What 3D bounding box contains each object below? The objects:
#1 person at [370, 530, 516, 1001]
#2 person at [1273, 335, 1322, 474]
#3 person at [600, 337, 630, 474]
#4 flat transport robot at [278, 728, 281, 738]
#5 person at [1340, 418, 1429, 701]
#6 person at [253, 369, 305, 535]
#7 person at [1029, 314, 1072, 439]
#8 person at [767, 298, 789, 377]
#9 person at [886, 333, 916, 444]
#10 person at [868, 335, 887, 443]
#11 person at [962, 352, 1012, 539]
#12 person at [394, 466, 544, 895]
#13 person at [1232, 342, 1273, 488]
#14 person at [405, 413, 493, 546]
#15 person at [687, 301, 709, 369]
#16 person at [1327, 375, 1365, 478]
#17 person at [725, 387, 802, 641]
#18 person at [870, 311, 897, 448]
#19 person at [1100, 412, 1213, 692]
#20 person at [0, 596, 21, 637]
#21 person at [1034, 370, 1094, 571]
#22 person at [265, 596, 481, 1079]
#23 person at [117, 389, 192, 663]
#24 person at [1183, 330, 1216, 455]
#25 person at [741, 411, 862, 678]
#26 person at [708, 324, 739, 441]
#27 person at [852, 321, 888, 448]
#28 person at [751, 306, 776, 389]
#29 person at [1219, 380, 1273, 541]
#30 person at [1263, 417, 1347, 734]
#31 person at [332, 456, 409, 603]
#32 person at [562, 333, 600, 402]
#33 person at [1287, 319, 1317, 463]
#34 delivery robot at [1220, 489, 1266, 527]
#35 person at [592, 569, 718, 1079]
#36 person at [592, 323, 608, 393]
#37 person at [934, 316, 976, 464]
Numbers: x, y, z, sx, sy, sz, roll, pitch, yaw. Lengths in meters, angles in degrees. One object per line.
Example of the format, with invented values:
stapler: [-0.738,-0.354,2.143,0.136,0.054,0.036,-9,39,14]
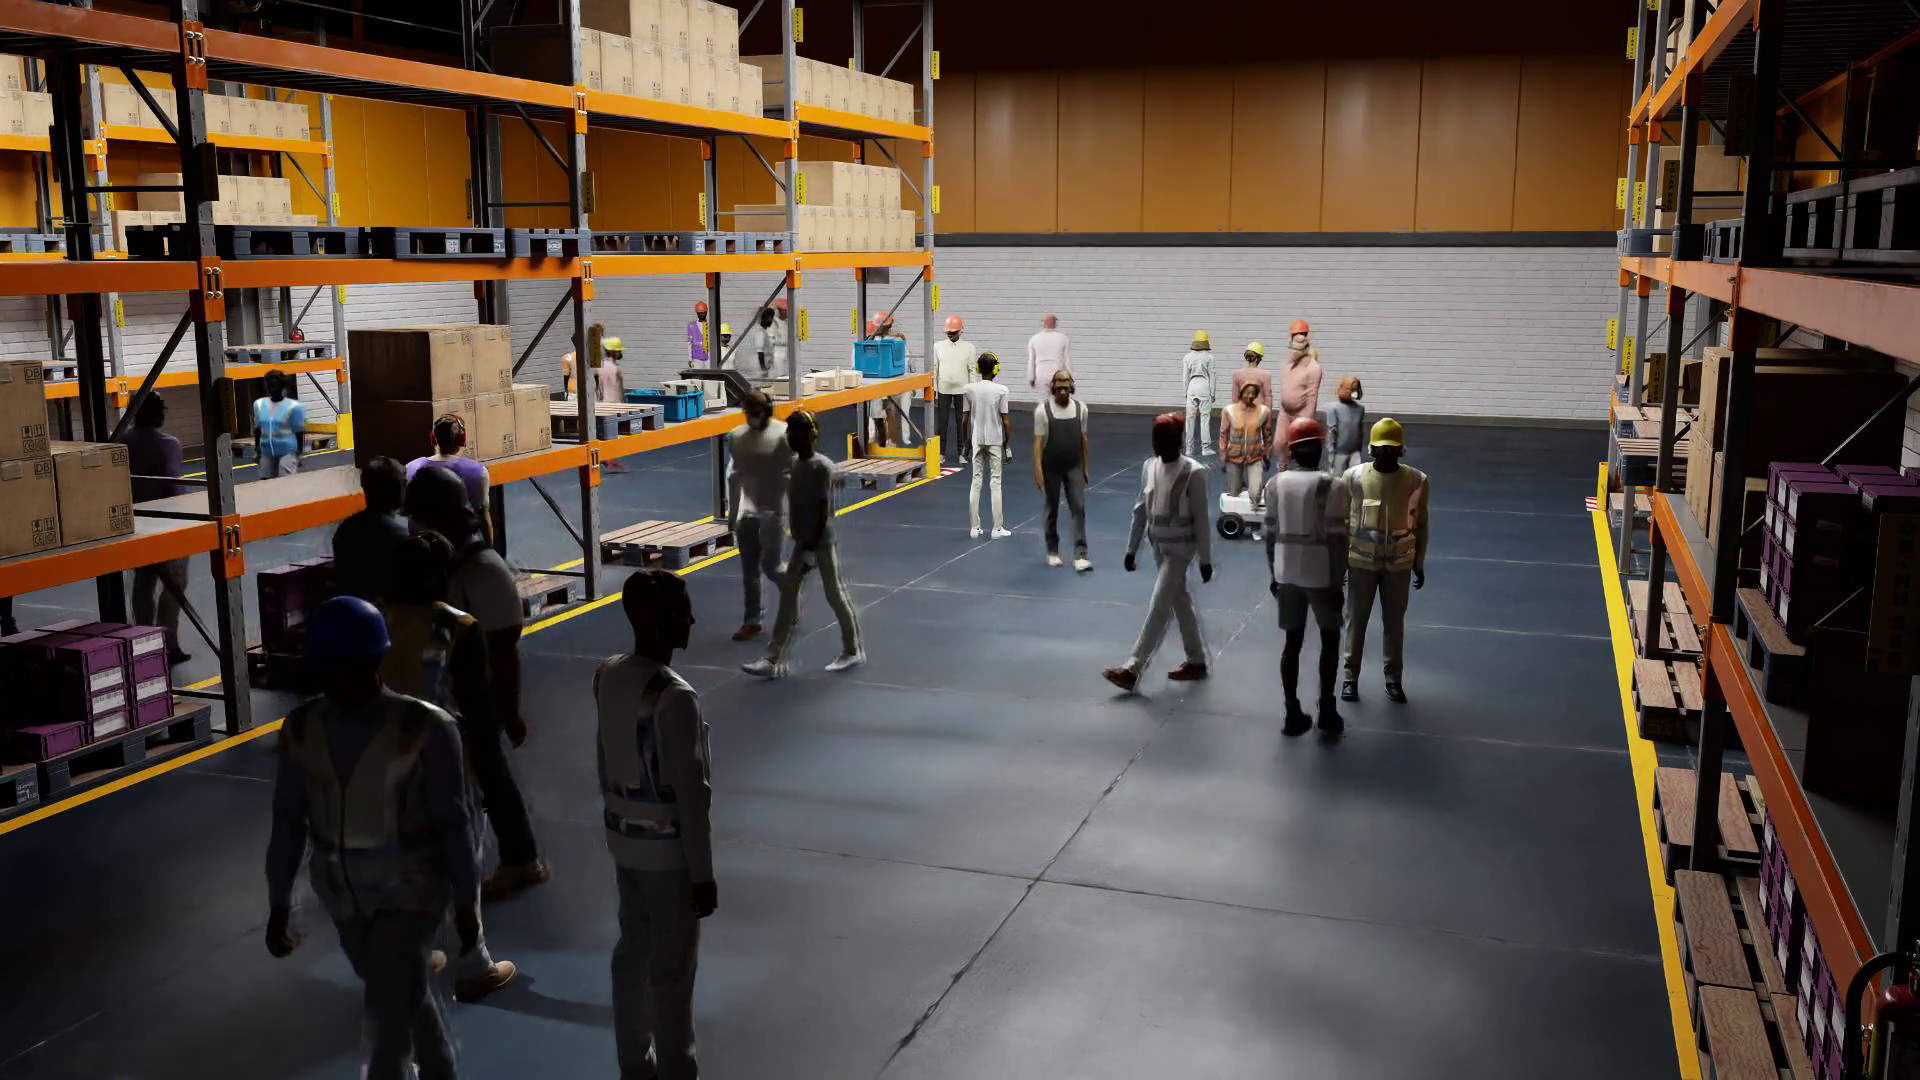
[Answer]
person: [-2.038,0.873,6.461,0.633,1.843,0.429,4,11,21]
person: [4.005,-1.496,19.760,0.617,1.863,0.657,-9,13,-40]
person: [-4.391,-1.711,21.268,0.364,1.755,0.530,-3,10,-16]
flat transport robot: [-3.448,0.985,10.253,0.652,0.197,1.431,3,11,18]
person: [2.702,0.129,10.678,0.586,1.833,0.403,1,10,6]
person: [-6.885,-0.904,16.904,0.543,1.681,0.476,1,10,7]
person: [1.381,-2.483,25.232,0.677,1.880,0.708,3,10,14]
person: [-3.029,-3.100,28.334,0.465,2.018,0.639,6,12,29]
person: [-0.891,-2.217,24.431,0.514,1.640,0.315,-2,10,-10]
person: [-1.242,-2.359,24.750,0.627,1.807,0.828,1,10,4]
person: [0.272,-0.943,16.622,0.535,1.865,0.312,4,11,22]
person: [-2.257,0.645,7.190,1.031,2.000,0.703,-9,14,-42]
person: [3.527,-1.499,20.043,0.524,1.766,0.323,7,12,35]
person: [-3.320,0.100,10.838,0.563,1.839,0.376,0,10,3]
person: [-4.516,-3.217,29.227,0.550,1.937,0.357,-1,10,-5]
person: [3.917,-0.891,17.028,0.504,1.609,0.650,-5,11,-26]
person: [-1.411,-0.194,12.287,0.697,1.907,0.545,6,12,29]
person: [-1.042,-2.128,22.846,0.447,2.028,0.669,2,10,9]
person: [1.296,0.081,10.947,0.997,1.825,0.614,-6,12,-29]
person: [-7.010,-0.149,11.978,0.374,1.928,0.542,8,13,37]
person: [0.946,-0.605,14.877,0.546,1.805,0.878,-2,10,-11]
person: [-1.823,1.090,5.121,0.636,1.890,1.030,3,11,17]
person: [-5.662,-0.092,11.674,0.658,1.930,0.416,3,11,18]
person: [3.355,-2.056,23.236,0.485,1.745,0.292,6,12,31]
person: [-1.031,0.041,11.205,0.954,1.823,0.508,-10,14,-44]
person: [-3.474,-2.308,24.583,0.309,1.772,0.525,10,14,44]
person: [-1.197,-1.934,22.034,0.543,1.929,0.380,3,11,18]
person: [-3.264,-2.815,26.948,0.638,1.939,0.653,-1,10,-5]
person: [2.828,-0.789,16.483,0.521,1.609,0.423,2,10,9]
person: [2.082,0.212,10.051,0.589,1.888,0.554,8,13,38]
person: [-2.858,0.552,8.088,0.635,1.921,0.739,8,13,37]
person: [-5.397,-2.120,23.723,0.535,1.700,0.318,-4,11,-20]
person: [4.551,-2.003,22.397,0.377,1.933,0.552,-4,11,-22]
delivery robot: [2.965,-0.340,16.655,0.707,0.478,0.477,2,10,12]
person: [-0.985,1.023,5.503,0.356,1.883,0.574,-9,13,-41]
person: [-6.141,-2.819,27.915,0.757,1.610,0.530,-4,11,-20]
person: [-0.095,-2.005,22.264,0.609,1.986,0.391,0,10,2]
